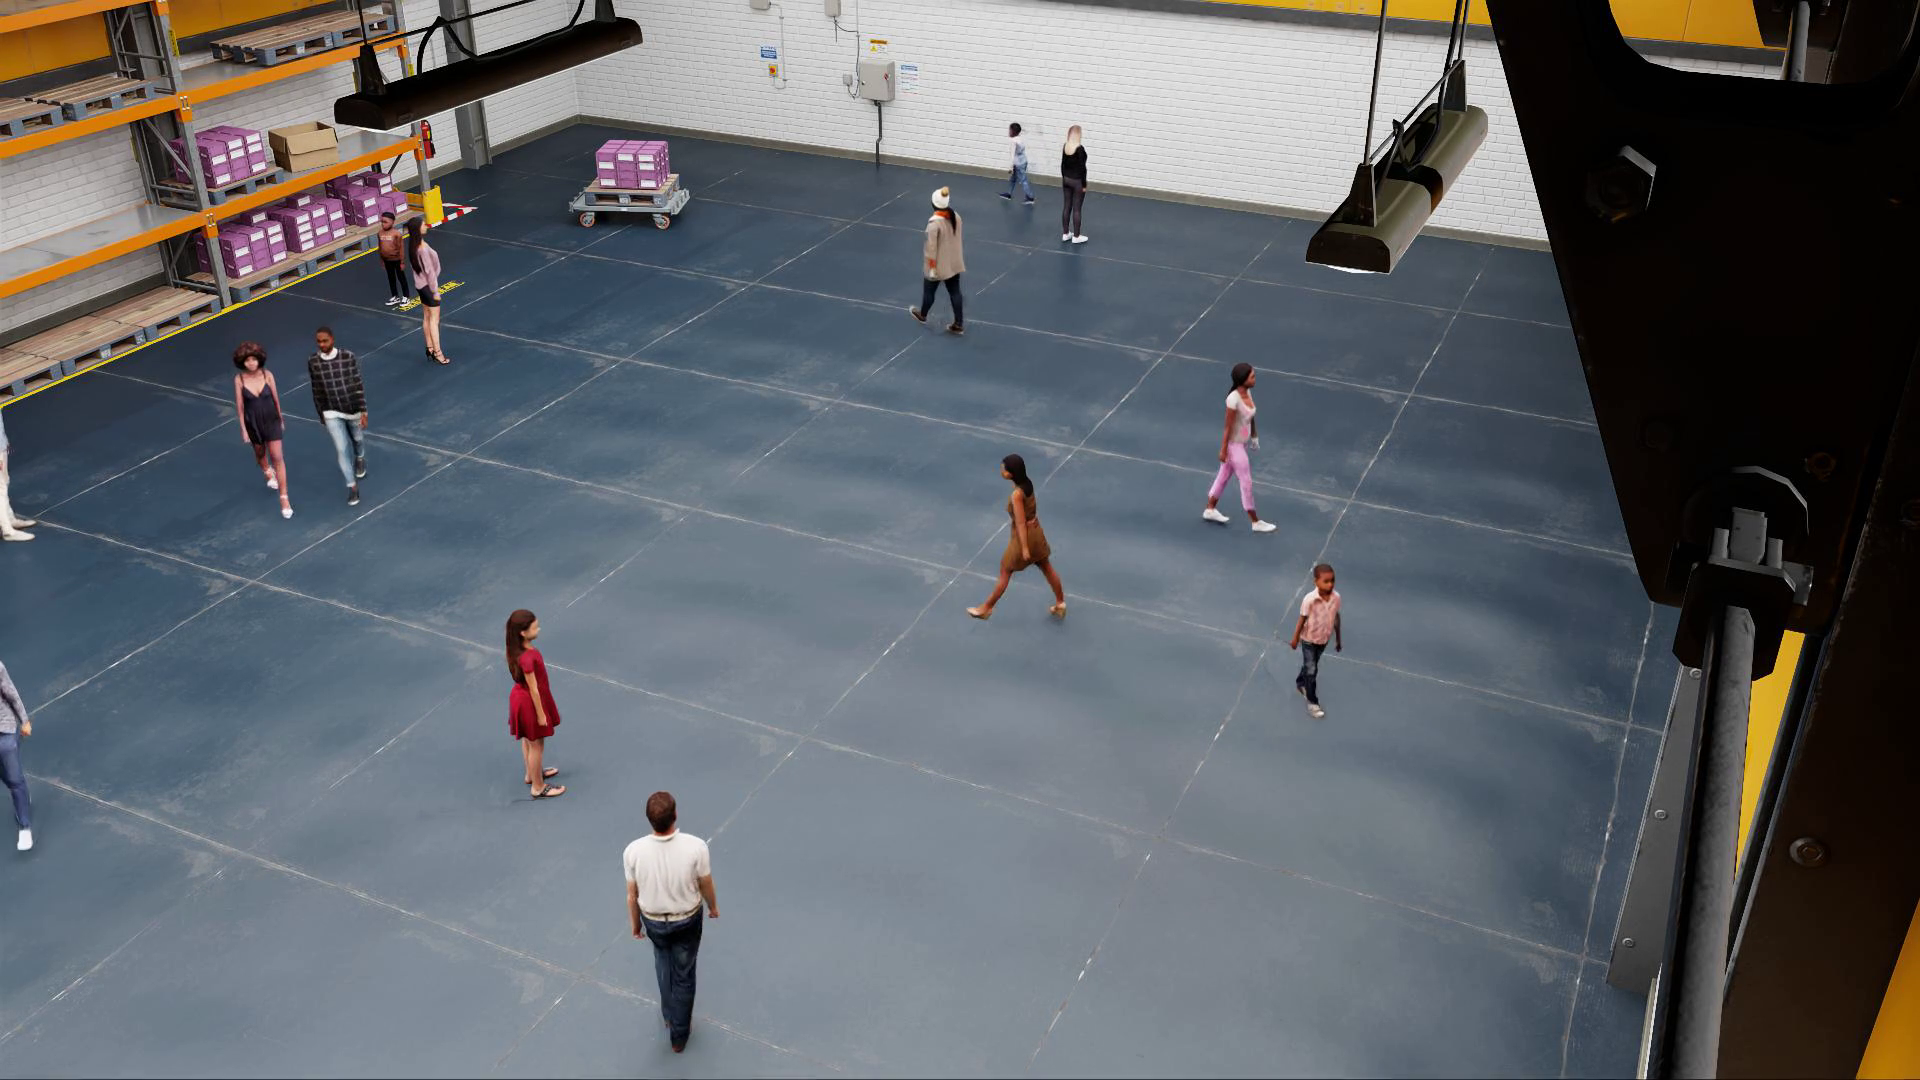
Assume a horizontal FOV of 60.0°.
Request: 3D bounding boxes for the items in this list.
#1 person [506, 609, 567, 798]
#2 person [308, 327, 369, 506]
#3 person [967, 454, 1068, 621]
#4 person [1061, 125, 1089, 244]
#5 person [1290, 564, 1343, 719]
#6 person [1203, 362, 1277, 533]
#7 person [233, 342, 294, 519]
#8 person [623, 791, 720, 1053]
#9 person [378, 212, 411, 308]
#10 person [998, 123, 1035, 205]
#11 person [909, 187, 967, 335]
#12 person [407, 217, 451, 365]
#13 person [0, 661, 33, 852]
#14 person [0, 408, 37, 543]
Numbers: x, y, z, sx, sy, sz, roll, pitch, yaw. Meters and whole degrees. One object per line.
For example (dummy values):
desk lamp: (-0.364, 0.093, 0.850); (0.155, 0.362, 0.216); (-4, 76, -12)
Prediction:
person: (-3.227, 1.210, 12.490); (0.742, 1.552, 0.683); (-13, 31, -22)
person: (-6.278, -1.353, 16.947); (1.197, 1.781, 1.299); (-8, 30, -14)
person: (0.637, 0.034, 14.572); (0.902, 1.621, 1.107); (7, 29, 13)
person: (1.631, -5.136, 23.983); (0.675, 1.685, 0.682); (-22, 36, -35)
person: (2.879, 0.750, 13.607); (0.789, 1.288, 0.845); (-10, 30, -18)
person: (2.601, -0.918, 16.222); (0.686, 1.712, 0.932); (14, 31, 23)
person: (-6.977, -1.147, 16.604); (1.075, 1.749, 1.088); (-13, 31, -22)
person: (-1.758, 2.367, 10.068); (0.785, 1.839, 0.813); (0, 29, 1)
person: (-7.417, -3.690, 21.782); (0.553, 1.254, 0.522); (8, 30, 14)
person: (0.951, -5.792, 25.658); (0.563, 1.234, 0.799); (13, 31, 23)
person: (-0.141, -3.448, 20.711); (1.155, 1.856, 1.076); (-22, 35, -34)
person: (-6.380, -2.985, 19.908); (0.692, 1.811, 0.697); (-19, 34, -31)
person: (-7.030, 1.339, 12.097); (1.030, 1.701, 1.113); (-8, 30, -15)
person: (-9.334, -0.886, 16.022); (0.781, 1.847, 0.721); (-10, 30, -18)
